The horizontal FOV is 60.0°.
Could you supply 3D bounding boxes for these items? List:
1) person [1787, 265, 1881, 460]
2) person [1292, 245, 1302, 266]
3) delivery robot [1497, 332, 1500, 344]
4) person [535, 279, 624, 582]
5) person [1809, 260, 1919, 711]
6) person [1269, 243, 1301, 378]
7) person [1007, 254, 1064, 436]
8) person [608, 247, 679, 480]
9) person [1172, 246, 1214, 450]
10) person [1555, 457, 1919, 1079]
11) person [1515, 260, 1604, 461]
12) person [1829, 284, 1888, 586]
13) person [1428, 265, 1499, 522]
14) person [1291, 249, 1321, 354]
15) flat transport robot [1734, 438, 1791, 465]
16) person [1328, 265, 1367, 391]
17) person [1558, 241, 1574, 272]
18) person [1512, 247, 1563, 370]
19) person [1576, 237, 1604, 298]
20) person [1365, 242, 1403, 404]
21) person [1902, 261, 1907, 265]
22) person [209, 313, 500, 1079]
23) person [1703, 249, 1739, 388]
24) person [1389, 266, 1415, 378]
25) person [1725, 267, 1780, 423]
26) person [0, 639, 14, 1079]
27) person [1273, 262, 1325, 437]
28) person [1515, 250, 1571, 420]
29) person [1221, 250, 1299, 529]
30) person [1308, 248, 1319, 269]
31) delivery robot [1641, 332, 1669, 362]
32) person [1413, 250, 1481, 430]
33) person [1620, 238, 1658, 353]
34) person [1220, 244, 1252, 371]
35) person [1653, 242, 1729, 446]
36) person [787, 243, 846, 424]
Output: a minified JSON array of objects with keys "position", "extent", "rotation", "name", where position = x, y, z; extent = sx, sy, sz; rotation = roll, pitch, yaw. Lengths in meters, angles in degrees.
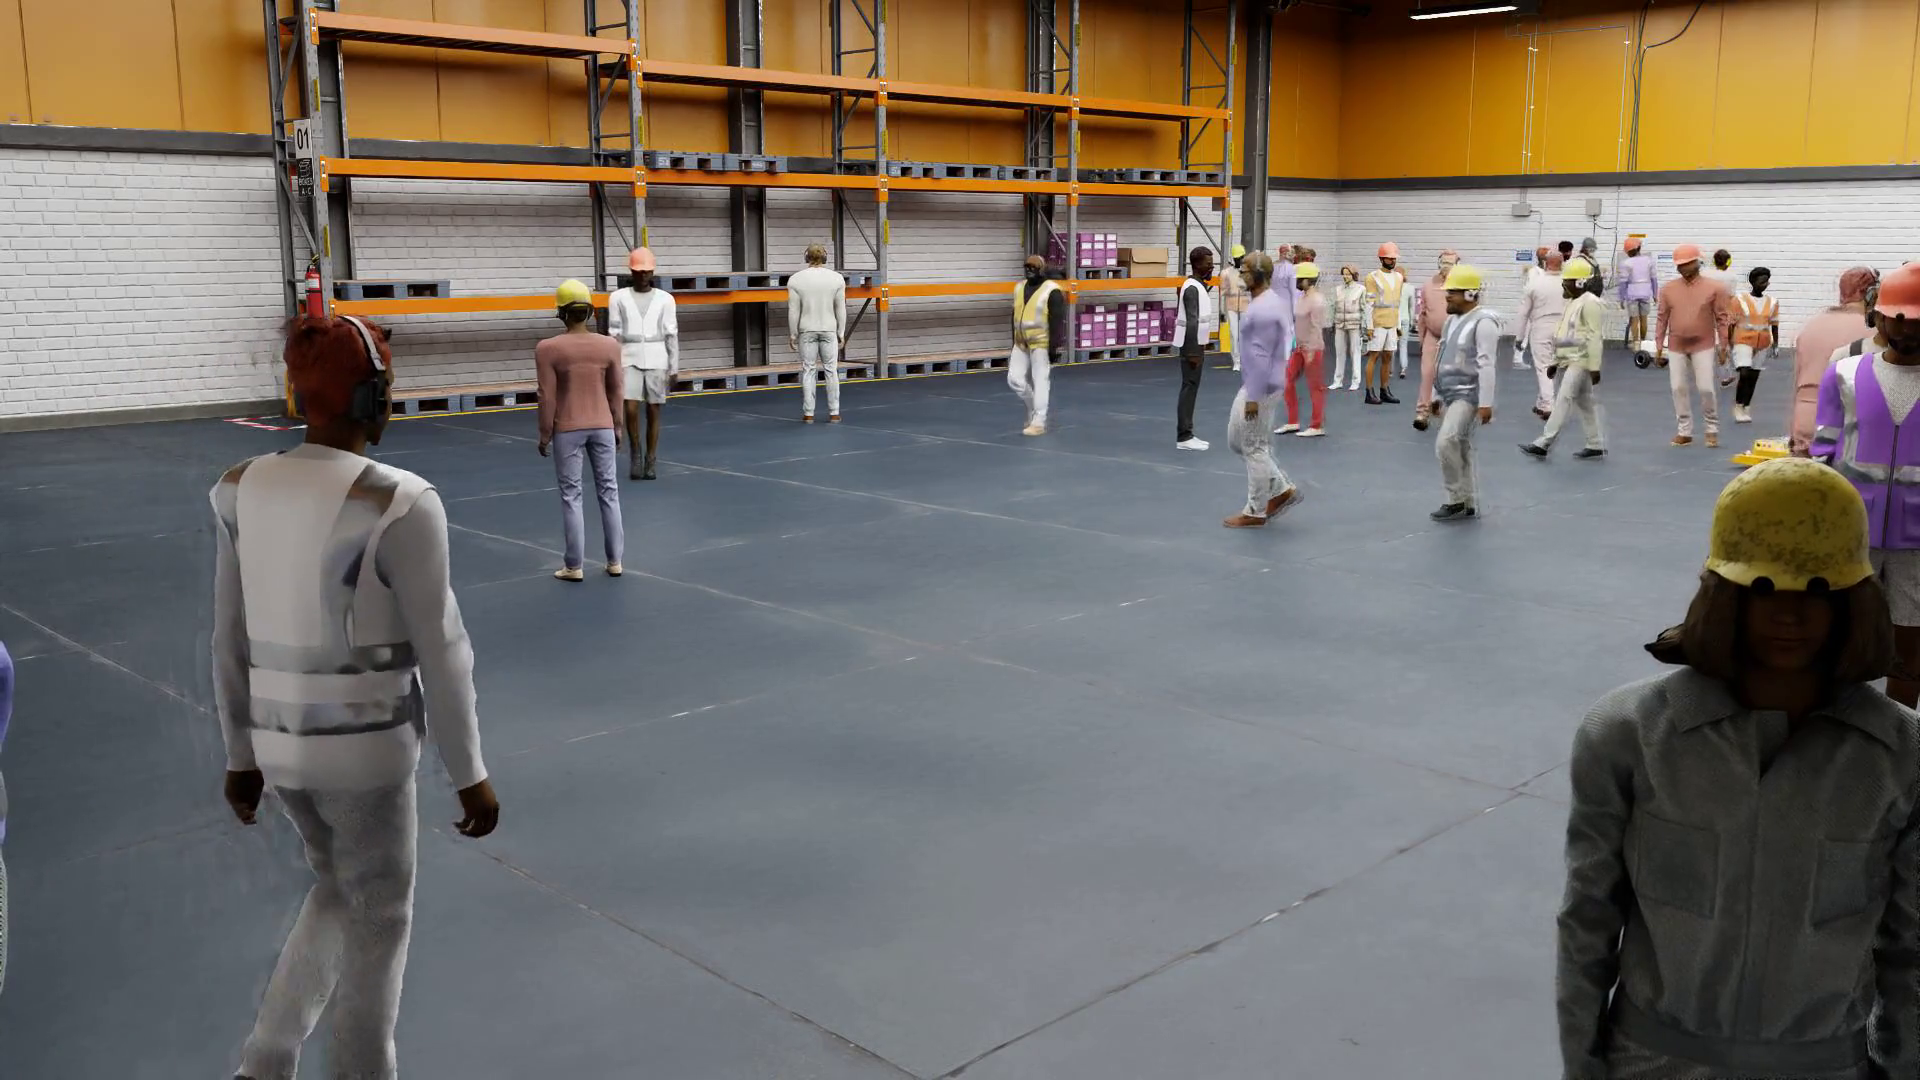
[{"position":[4.836,-0.609,9.366],"extent":[0.817,1.866,0.685],"rotation":[-2,11,-11],"name":"person"},{"position":[5.682,-4.093,28.361],"extent":[0.386,1.856,0.563],"rotation":[-7,12,-34],"name":"person"},{"position":[8.658,-3.397,27.868],"extent":[0.707,0.478,0.477],"rotation":[6,12,30],"name":"delivery robot"},{"position":[-2.229,-0.638,9.764],"extent":[0.526,1.770,0.327],"rotation":[-6,12,-32],"name":"person"},{"position":[3.311,-0.021,5.945],"extent":[0.542,1.936,0.364],"rotation":[6,12,28],"name":"person"},{"position":[4.632,-3.268,23.740],"extent":[0.401,1.904,0.650],"rotation":[-6,12,-31],"name":"person"},{"position":[0.755,-1.966,16.837],"extent":[0.662,1.827,0.447],"rotation":[10,14,43],"name":"person"},{"position":[-2.594,-1.431,13.667],"extent":[0.580,1.919,0.528],"rotation":[-3,11,-14],"name":"person"},{"position":[2.212,-1.820,15.800],"extent":[0.379,1.917,0.591],"rotation":[2,11,12],"name":"person"},{"position":[1.051,0.752,2.253],"extent":[0.485,1.744,0.308],"rotation":[3,11,17],"name":"person"},{"position":[5.431,-1.598,14.922],"extent":[0.883,1.791,0.617],"rotation":[1,10,6],"name":"person"},{"position":[4.456,-0.334,8.005],"extent":[0.543,1.795,0.942],"rotation":[4,11,20],"name":"person"},{"position":[3.465,-1.017,11.712],"extent":[0.566,1.810,0.618],"rotation":[-2,11,-8],"name":"person"},{"position":[5.471,-3.743,26.607],"extent":[0.587,1.791,0.955],"rotation":[3,11,18],"name":"person"},{"position":[7.542,-0.780,14.628],"extent":[1.431,0.197,0.652],"rotation":[-7,12,-32],"name":"flat transport robot"},{"position":[5.085,-2.775,21.772],"extent":[0.523,1.638,0.310],"rotation":[9,14,41],"name":"person"},{"position":[10.467,-4.206,28.805],"extent":[0.951,1.908,0.601],"rotation":[3,11,15],"name":"person"},{"position":[8.736,-3.446,24.892],"extent":[0.980,1.830,0.595],"rotation":[10,14,44],"name":"person"},{"position":[11.066,-4.367,29.358],"extent":[0.545,2.000,0.704],"rotation":[8,13,36],"name":"person"},{"position":[5.111,-2.598,19.992],"extent":[0.547,1.938,0.359],"rotation":[-6,12,-29],"name":"person"},{"position":[12.078,-2.705,21.235],"extent":[0.530,1.696,0.321],"rotation":[-4,11,-22],"name":"person"},{"position":[-1.308,0.460,3.528],"extent":[0.596,1.867,0.430],"rotation":[6,12,28],"name":"person"},{"position":[9.962,-2.883,21.826],"extent":[0.554,1.830,0.913],"rotation":[9,14,41],"name":"person"},{"position":[6.238,-3.109,23.714],"extent":[0.503,1.593,0.844],"rotation":[1,10,5],"name":"person"},{"position":[8.527,-2.080,17.850],"extent":[0.559,1.674,0.531],"rotation":[0,10,-2],"name":"person"},{"position":[-1.368,0.700,2.004],"extent":[0.360,1.939,0.543],"rotation":[1,10,6],"name":"person"},{"position":[3.397,-1.899,16.666],"extent":[0.591,1.747,0.547],"rotation":[-2,11,-12],"name":"person"},{"position":[6.521,-2.270,18.433],"extent":[0.661,1.862,0.987],"rotation":[0,10,0],"name":"person"},{"position":[2.045,-1.014,11.416],"extent":[0.441,1.926,0.629],"rotation":[1,10,7],"name":"person"},{"position":[6.047,-4.287,29.625],"extent":[0.669,1.801,0.936],"rotation":[9,14,40],"name":"person"},{"position":[10.673,-2.900,25.156],"extent":[0.477,0.478,0.707],"rotation":[-5,12,-27],"name":"delivery robot"},{"position":[5.005,-2.051,17.202],"extent":[0.645,1.862,0.953],"rotation":[6,12,28],"name":"person"},{"position":[11.712,-4.219,28.776],"extent":[0.695,1.966,0.718],"rotation":[0,10,1],"name":"person"},{"position":[4.181,-3.479,24.925],"extent":[0.591,1.898,0.557],"rotation":[2,11,9],"name":"person"},{"position":[6.953,-1.846,15.853],"extent":[0.641,1.957,0.516],"rotation":[8,13,37],"name":"person"},{"position":[-1.535,-2.214,17.897],"extent":[0.627,1.941,0.373],"rotation":[-2,11,-8],"name":"person"}]
